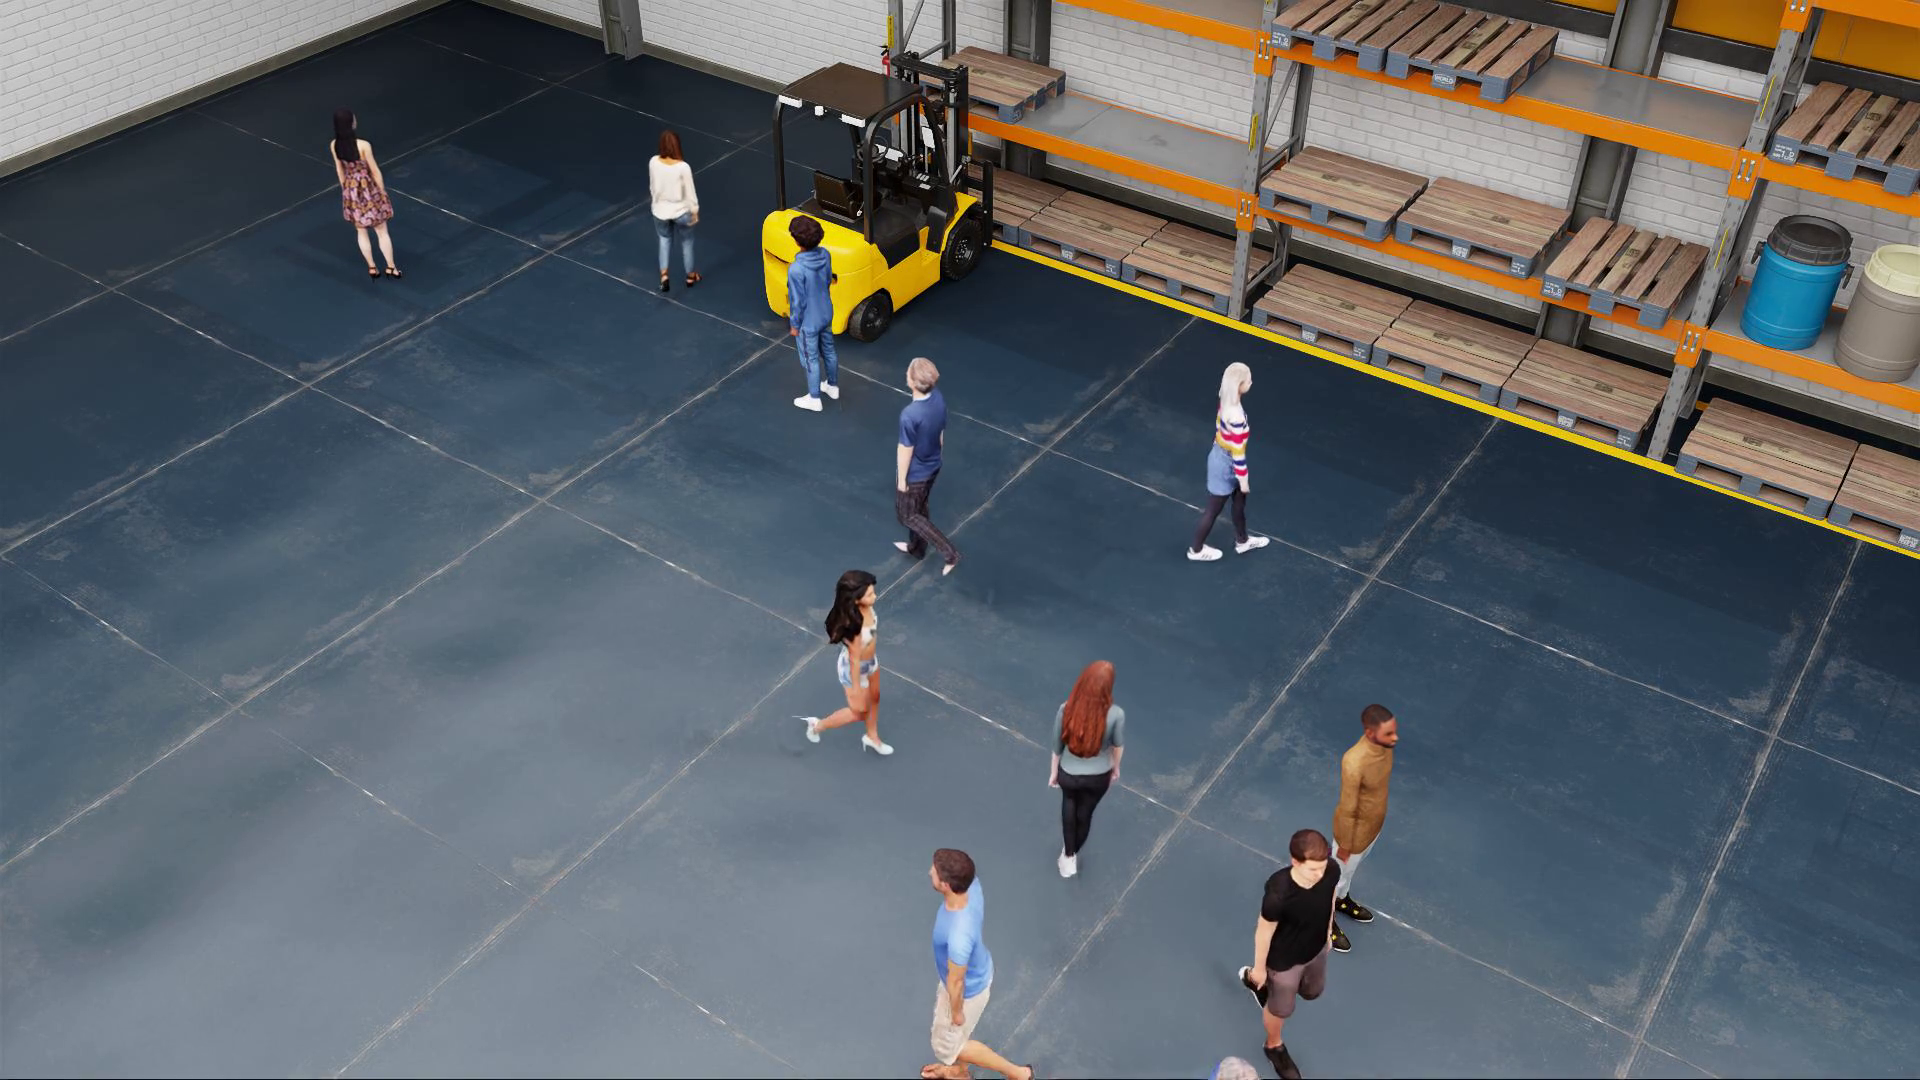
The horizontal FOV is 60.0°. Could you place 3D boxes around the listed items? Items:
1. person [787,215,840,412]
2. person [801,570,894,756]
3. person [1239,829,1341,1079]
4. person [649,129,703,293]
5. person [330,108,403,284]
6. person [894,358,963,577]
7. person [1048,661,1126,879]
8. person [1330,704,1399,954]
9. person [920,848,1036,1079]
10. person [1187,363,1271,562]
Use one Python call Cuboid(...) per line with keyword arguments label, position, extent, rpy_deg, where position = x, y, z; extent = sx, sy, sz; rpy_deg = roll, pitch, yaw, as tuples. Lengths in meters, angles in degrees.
Cuboid(label="person", position=(-1.265, -1.944, 14.250), extent=(0.539, 1.808, 0.673), rpy_deg=(25, 45, 28))
Cuboid(label="person", position=(-0.731, 0.844, 10.915), extent=(0.929, 1.612, 0.781), rpy_deg=(4, 39, 5))
Cuboid(label="person", position=(1.771, 2.156, 9.083), extent=(0.875, 1.849, 1.016), rpy_deg=(-21, 43, -24))
Cuboid(label="person", position=(-2.752, -3.092, 15.797), extent=(0.850, 1.670, 0.859), rpy_deg=(10, 40, 12))
Cuboid(label="person", position=(-5.720, -3.299, 15.972), extent=(0.768, 1.775, 0.851), rpy_deg=(4, 39, 5))
Cuboid(label="person", position=(-0.237, -0.502, 12.411), extent=(0.911, 1.849, 0.662), rpy_deg=(23, 44, 26))
Cuboid(label="person", position=(0.749, 1.476, 10.034), extent=(0.693, 1.724, 0.767), rpy_deg=(4, 39, 5))
Cuboid(label="person", position=(2.328, 1.647, 9.746), extent=(0.546, 1.816, 0.636), rpy_deg=(26, 46, 29))
Cuboid(label="person", position=(0.102, 2.345, 8.855), extent=(1.013, 1.839, 0.880), rpy_deg=(3, 39, 3))
Cuboid(label="person", position=(1.917, -0.559, 12.528), extent=(1.024, 1.792, 0.924), rpy_deg=(1, 39, 1))
